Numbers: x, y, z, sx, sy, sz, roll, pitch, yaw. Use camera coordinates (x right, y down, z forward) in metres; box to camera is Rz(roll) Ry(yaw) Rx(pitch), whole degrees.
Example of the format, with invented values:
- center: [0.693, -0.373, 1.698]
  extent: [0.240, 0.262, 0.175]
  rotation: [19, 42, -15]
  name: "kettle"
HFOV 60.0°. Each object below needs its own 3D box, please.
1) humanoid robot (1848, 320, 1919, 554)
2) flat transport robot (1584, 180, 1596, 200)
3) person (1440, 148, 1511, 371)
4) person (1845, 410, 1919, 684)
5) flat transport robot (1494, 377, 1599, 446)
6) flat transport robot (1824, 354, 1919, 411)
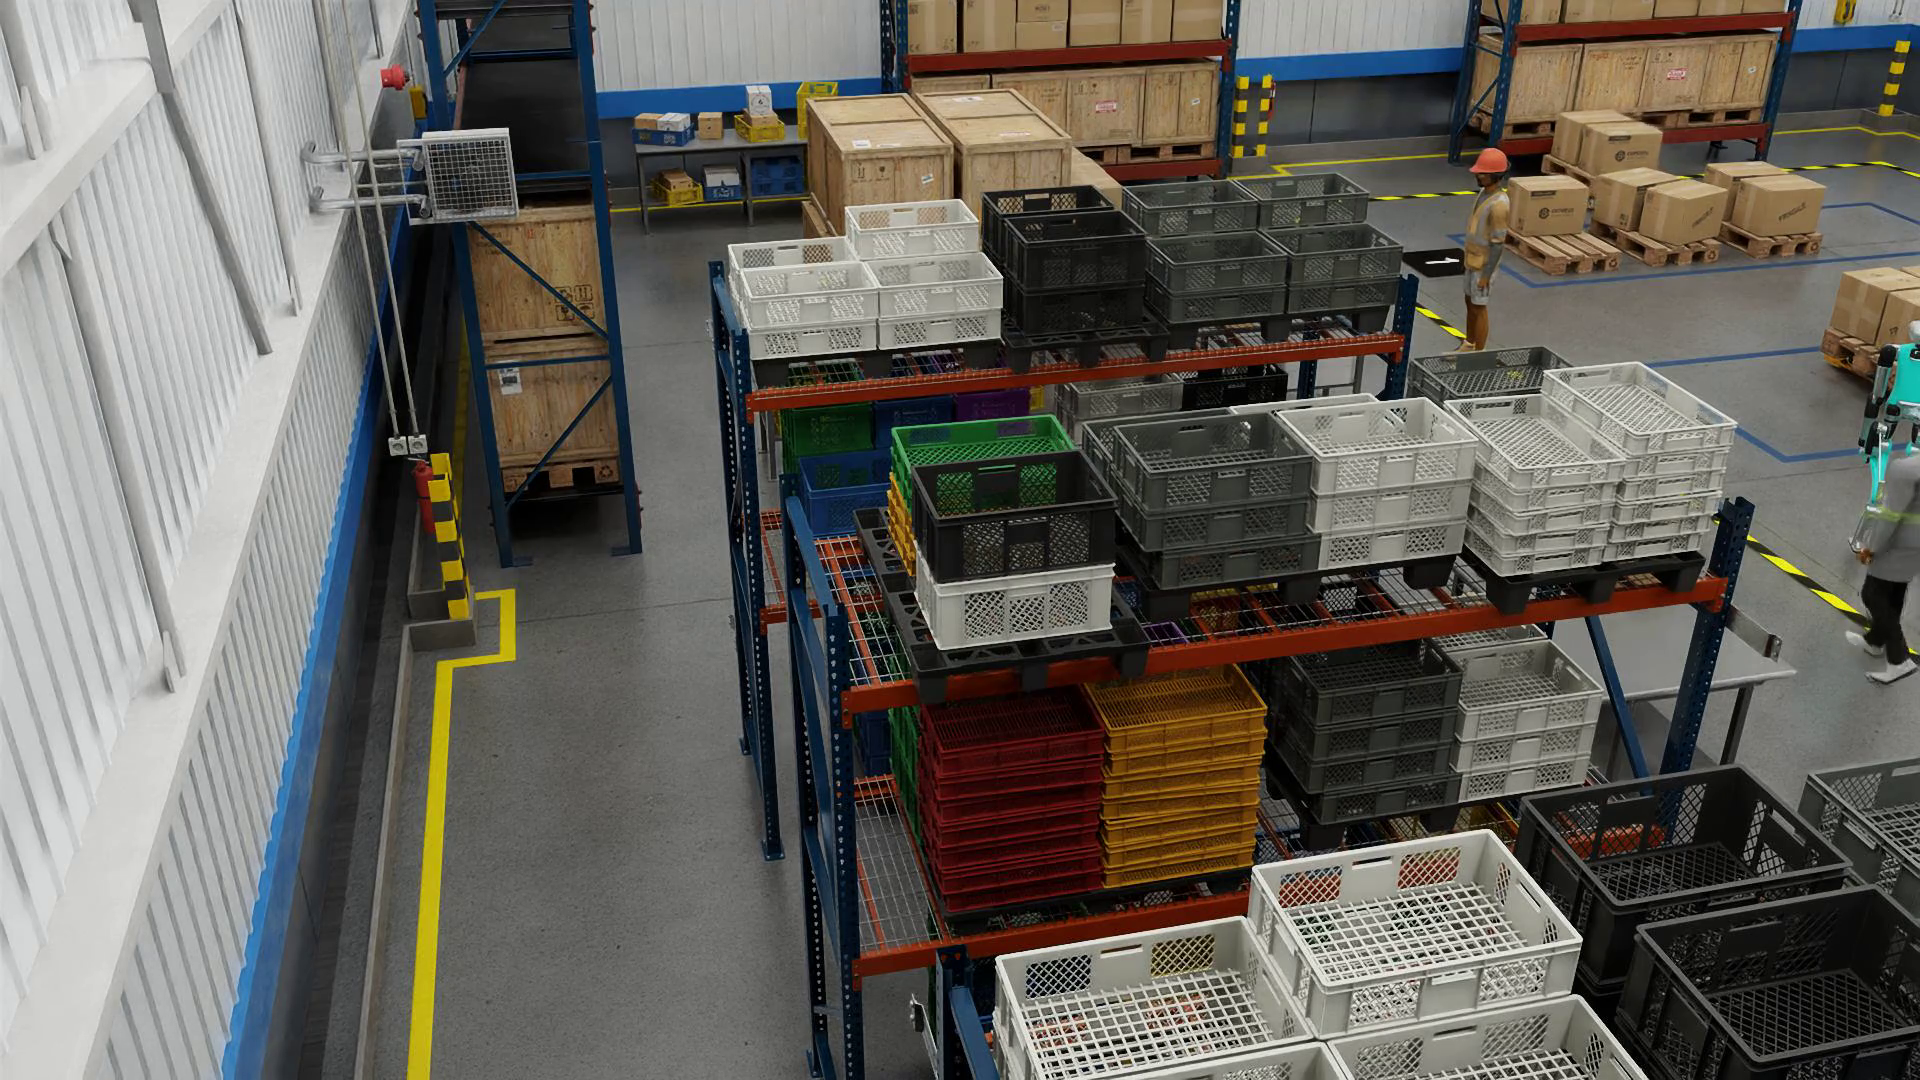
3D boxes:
- center: [6.516, -0.635, 11.529]
  extent: [0.533, 1.680, 0.735]
  rotation: [14, 31, 24]
  name: "humanoid robot"
- center: [7.685, -4.199, 19.983]
  extent: [1.431, 0.197, 0.652]
  rotation: [-6, 28, -12]
  name: "flat transport robot"
- center: [4.625, -2.482, 14.857]
  extent: [0.375, 2.041, 0.613]
  rotation: [0, 28, 1]
  name: "person"
- center: [5.936, 0.012, 10.349]
  extent: [0.609, 1.837, 0.674]
  rotation: [-12, 30, -21]
  name: "person"
- center: [4.780, -1.036, 14.013]
  extent: [0.659, 0.231, 1.431]
  rotation: [-6, 28, -12]
  name: "flat transport robot"
- center: [8.473, -1.467, 14.800]
  extent: [0.652, 0.197, 1.431]
  rotation: [-6, 28, -12]
  name: "flat transport robot"
